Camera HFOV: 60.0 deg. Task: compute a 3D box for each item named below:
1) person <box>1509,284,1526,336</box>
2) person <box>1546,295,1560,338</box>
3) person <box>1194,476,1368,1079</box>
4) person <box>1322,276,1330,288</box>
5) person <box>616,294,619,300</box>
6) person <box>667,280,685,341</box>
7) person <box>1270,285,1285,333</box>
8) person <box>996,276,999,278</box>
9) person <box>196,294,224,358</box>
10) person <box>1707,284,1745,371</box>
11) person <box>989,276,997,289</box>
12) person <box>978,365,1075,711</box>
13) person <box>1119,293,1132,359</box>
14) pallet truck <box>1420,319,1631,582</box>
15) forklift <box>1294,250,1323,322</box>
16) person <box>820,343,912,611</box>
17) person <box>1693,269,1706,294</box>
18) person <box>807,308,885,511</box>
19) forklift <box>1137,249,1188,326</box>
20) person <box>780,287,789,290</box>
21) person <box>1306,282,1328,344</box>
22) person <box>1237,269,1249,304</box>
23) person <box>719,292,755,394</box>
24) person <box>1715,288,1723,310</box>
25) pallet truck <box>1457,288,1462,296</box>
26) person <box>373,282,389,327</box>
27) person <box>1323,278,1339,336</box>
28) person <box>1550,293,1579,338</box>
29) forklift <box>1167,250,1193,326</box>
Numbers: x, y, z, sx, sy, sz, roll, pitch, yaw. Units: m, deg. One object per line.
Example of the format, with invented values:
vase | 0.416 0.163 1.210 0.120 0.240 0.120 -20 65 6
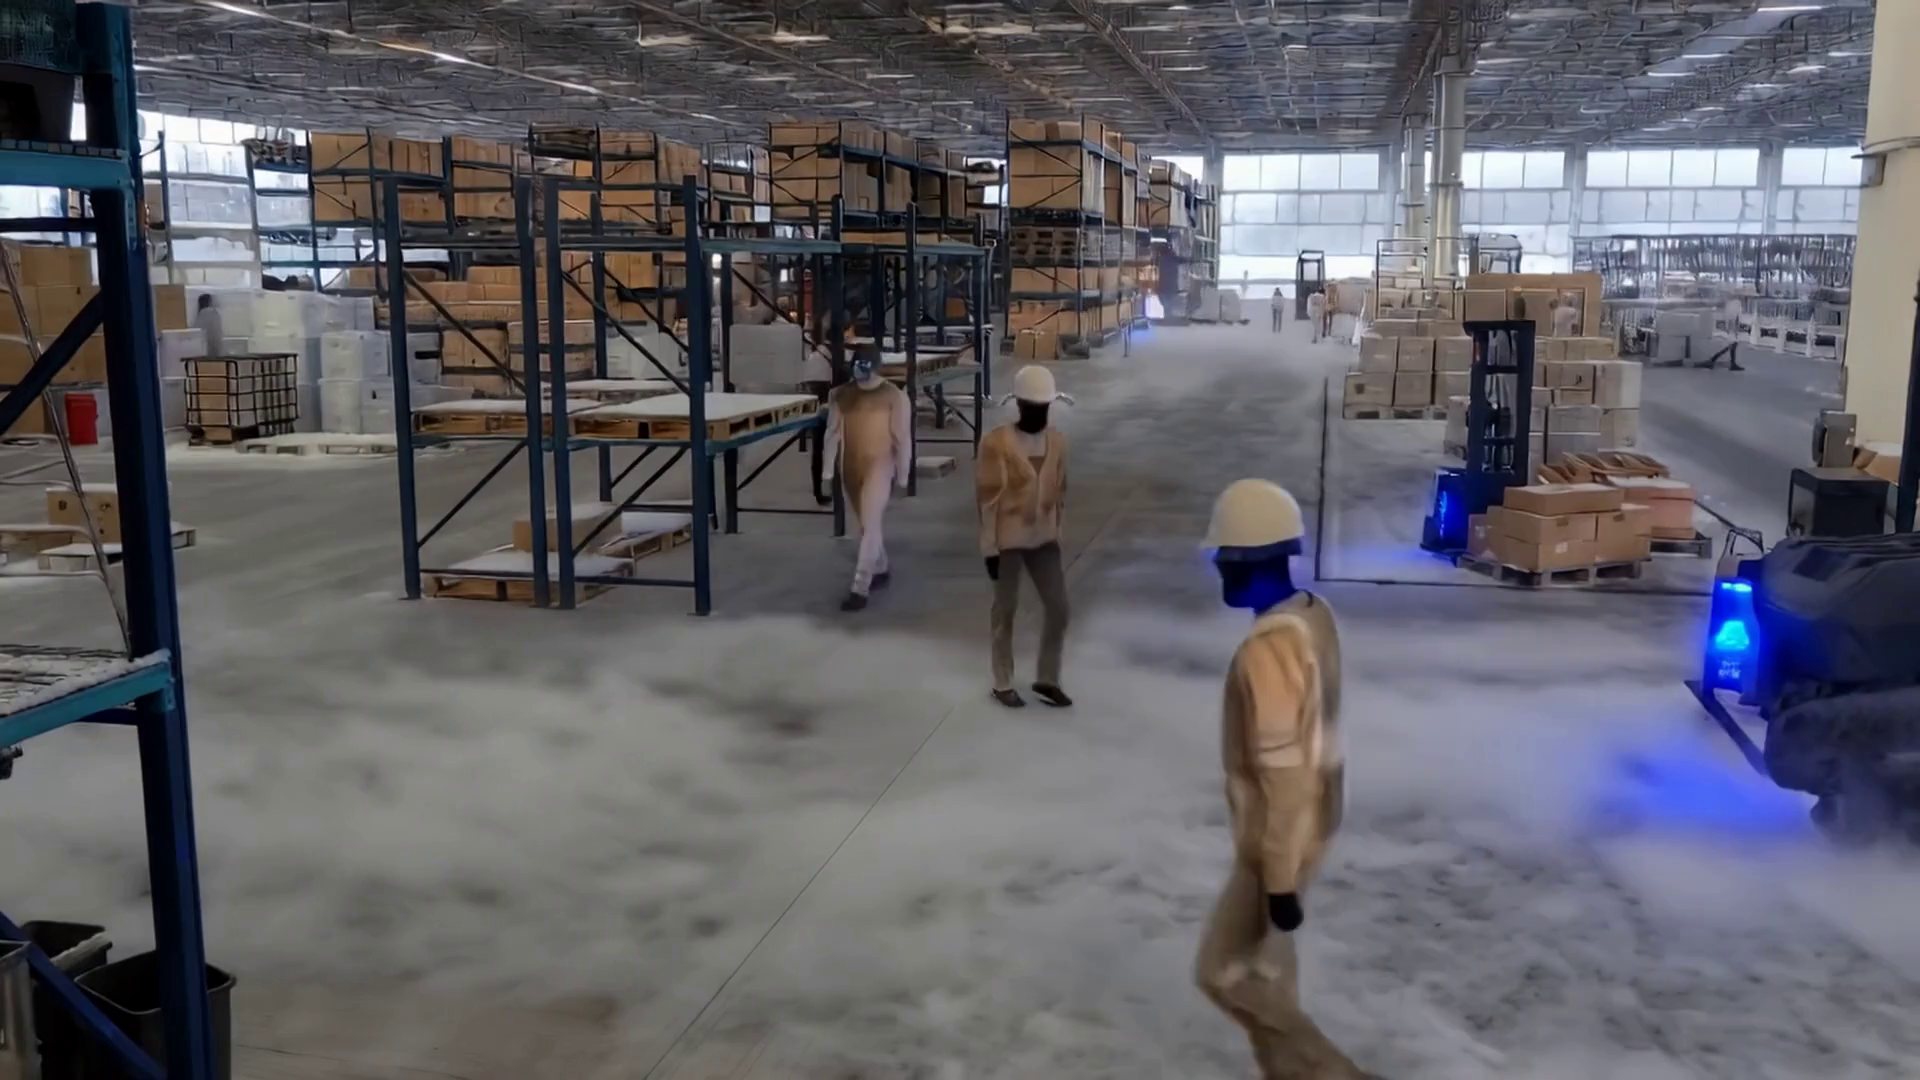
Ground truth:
person | 12.556 -4.839 37.771 0.946 1.890 0.568 5 11 27
person | 12.161 -4.186 34.362 0.794 1.736 0.544 4 10 20
person | 0.868 0.775 4.502 0.501 1.906 0.590 4 10 21
person | 16.215 -10.896 74.140 0.528 1.734 0.785 3 10 17
person | -8.483 -5.247 40.973 0.328 1.625 0.532 6 11 33
person | -7.009 -5.336 40.538 0.973 1.947 0.642 -2 10 -14
person | 10.665 -7.744 55.868 0.507 1.596 0.839 1 10 5
person | 2.034 -14.161 93.294 0.648 1.792 0.922 -1 10 -6
person | -12.827 -3.279 28.577 1.006 1.900 0.624 -1 10 -4
person | 17.077 -4.714 36.967 0.729 1.922 0.553 2 10 14
person | 1.845 -13.466 89.292 0.572 1.746 0.341 2 10 9
person | 0.371 0.011 9.036 0.612 1.906 0.625 -5 11 -28
person | 4.121 -5.328 41.425 0.309 1.639 0.522 1 10 4
pallet truck | 4.543 -0.757 13.299 0.823 1.965 1.885 -4 10 -22
forklift | 13.778 -10.002 65.433 1.129 2.768 1.873 2 10 12
person | -0.652 -0.481 12.027 0.632 1.891 1.064 4 10 22
person | 35.474 -11.985 79.794 0.612 1.994 0.395 0 10 -1
person | -1.091 -1.237 16.012 0.792 2.000 0.713 6 11 31
forklift | 7.476 -9.241 60.928 1.873 2.768 1.129 2 10 12
person | -6.578 -8.803 61.488 0.851 1.809 0.664 3 10 16
person | 10.399 -6.580 48.366 0.626 1.795 0.852 1 10 4
person | 15.609 -13.951 91.653 0.682 1.924 0.431 7 12 37
person | -3.939 -3.428 29.497 0.653 1.902 0.965 1 10 7
person | 36.777 -12.075 80.878 0.668 1.803 0.632 3 10 20
pallet truck | 20.506 -9.785 68.819 0.653 1.274 1.630 2 10 12
person | -14.508 -5.561 42.012 0.588 1.911 0.400 -5 11 -26
person | 11.888 -7.497 53.555 0.599 1.889 0.608 6 11 31
person | 11.279 -3.681 31.076 0.586 1.851 0.448 6 11 31
forklift | 7.646 -9.320 61.395 1.873 2.768 1.129 2 10 11
